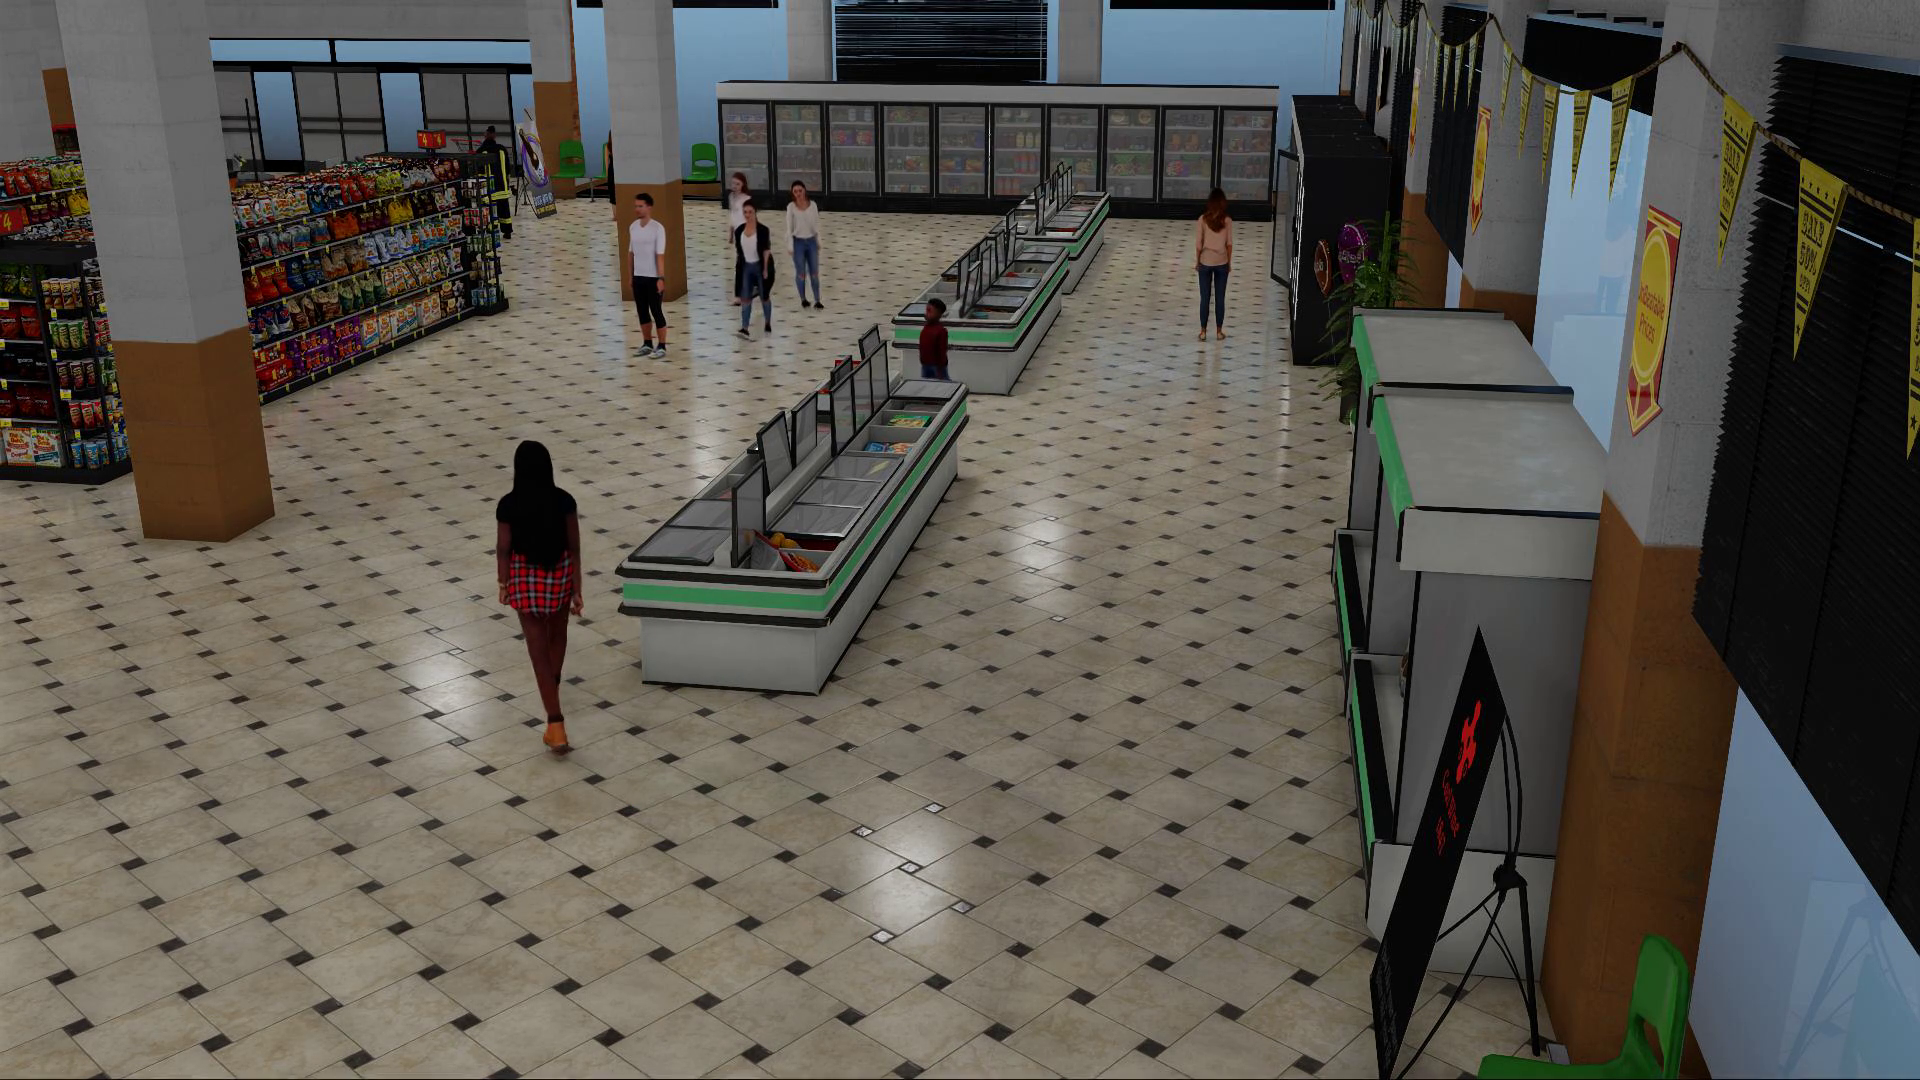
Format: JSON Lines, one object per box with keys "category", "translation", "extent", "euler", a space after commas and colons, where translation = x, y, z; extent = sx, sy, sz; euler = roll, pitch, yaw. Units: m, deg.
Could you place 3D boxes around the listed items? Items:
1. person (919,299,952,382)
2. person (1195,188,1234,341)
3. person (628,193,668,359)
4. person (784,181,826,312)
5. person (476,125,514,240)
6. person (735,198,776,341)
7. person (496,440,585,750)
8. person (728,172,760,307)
{"category": "person", "translation": [-0.187, -1.676, 15.893], "extent": [0.927, 1.226, 0.829], "euler": [-15, 24, -37]}
{"category": "person", "translation": [3.014, -3.275, 19.757], "extent": [0.582, 1.789, 0.512], "euler": [3, 19, 8]}
{"category": "person", "translation": [-3.524, -2.992, 18.826], "extent": [0.728, 1.847, 0.695], "euler": [11, 21, 29]}
{"category": "person", "translation": [-2.050, -3.798, 21.503], "extent": [0.898, 1.664, 1.005], "euler": [-8, 20, -21]}
{"category": "person", "translation": [-7.667, -5.879, 27.365], "extent": [0.851, 1.861, 0.938], "euler": [-17, 25, -40]}
{"category": "person", "translation": [-2.400, -3.202, 19.782], "extent": [0.667, 1.633, 1.125], "euler": [3, 19, 10]}
{"category": "person", "translation": [-2.295, 0.339, 9.225], "extent": [1.109, 1.669, 1.267], "euler": [-10, 21, -26]}
{"category": "person", "translation": [-2.817, -3.944, 21.854], "extent": [1.066, 1.716, 0.973], "euler": [-13, 22, -33]}
